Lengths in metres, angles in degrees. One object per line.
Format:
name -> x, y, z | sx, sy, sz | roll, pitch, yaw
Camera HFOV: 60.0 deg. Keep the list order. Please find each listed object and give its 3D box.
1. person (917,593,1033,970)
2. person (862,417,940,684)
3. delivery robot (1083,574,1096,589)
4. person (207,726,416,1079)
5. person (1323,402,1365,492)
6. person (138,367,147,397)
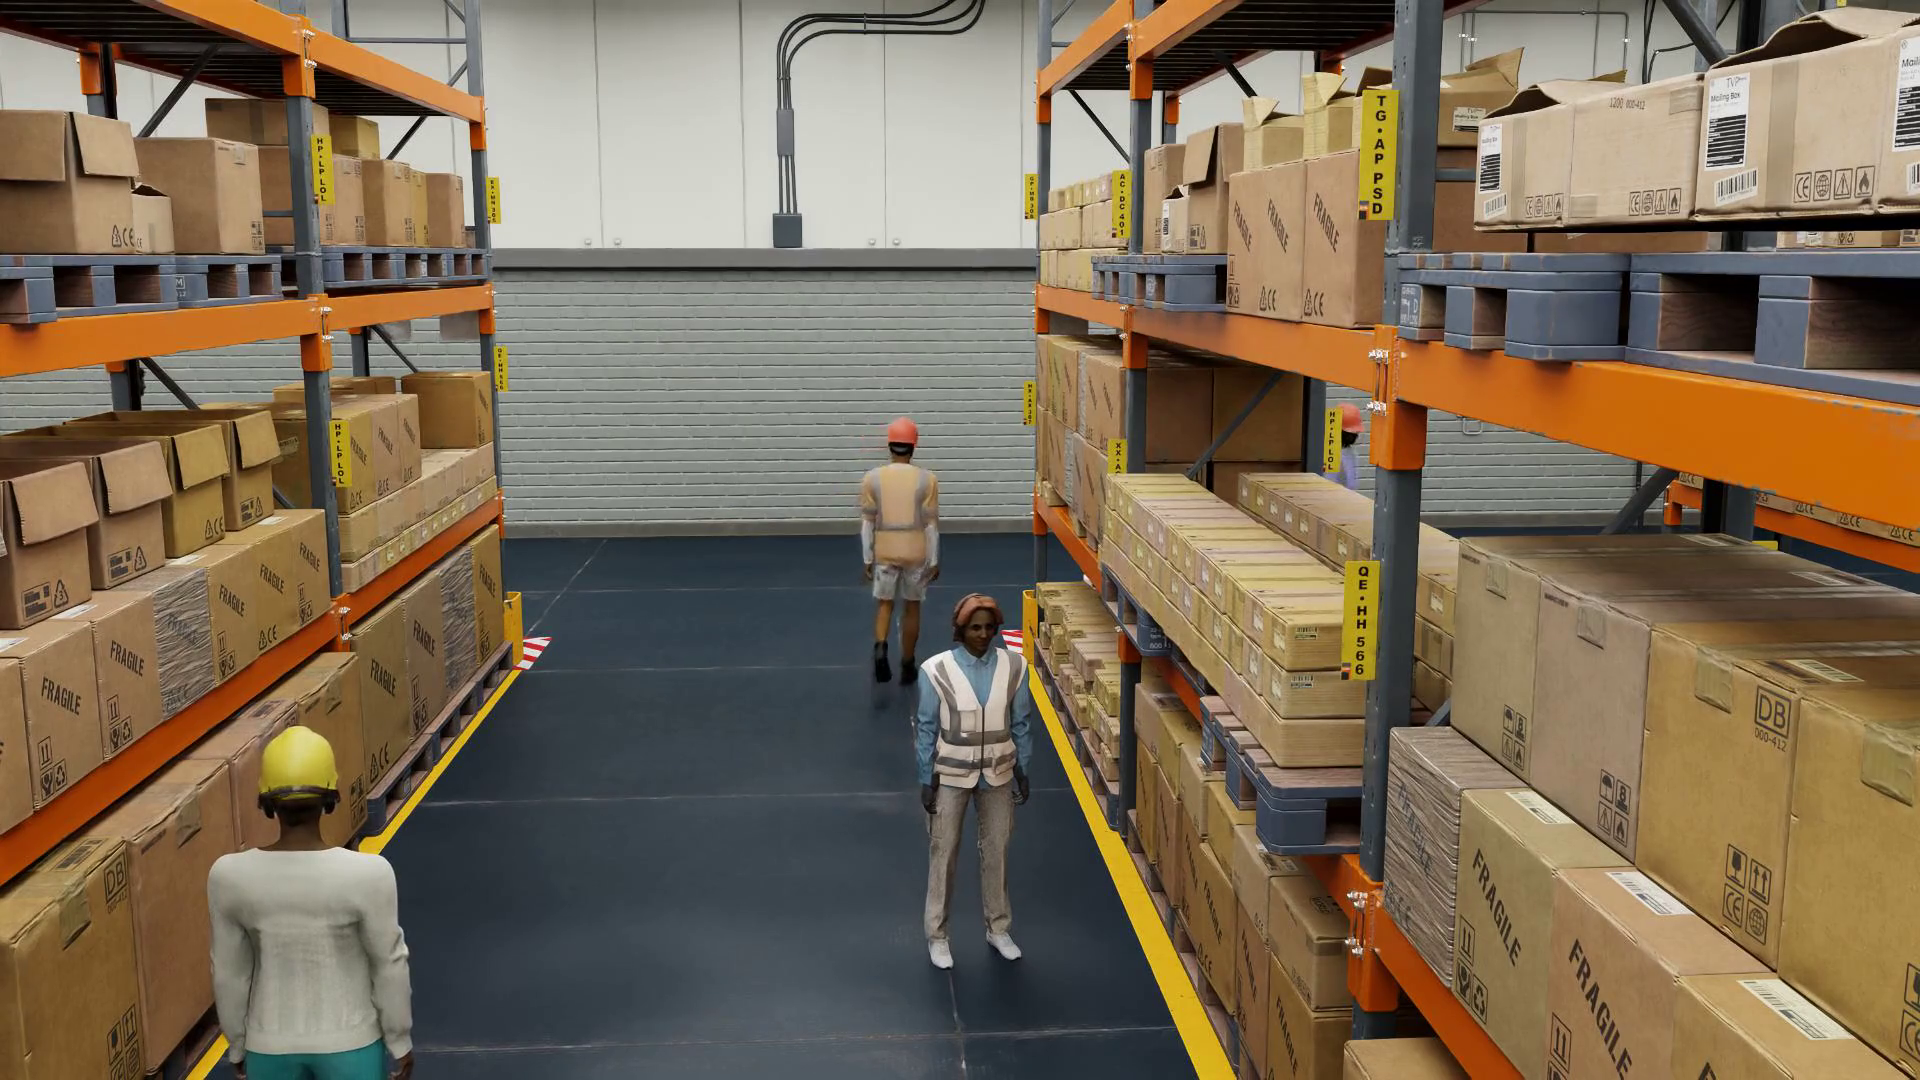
person -> 0.059, 1.025, 7.126 | 0.513, 1.631, 0.318 | -3, 10, -17
person -> -0.419, 0.100, 11.704 | 0.549, 1.920, 0.556 | 1, 10, 8
delivery robot -> 1.349, 0.409, 13.626 | 0.477, 0.478, 0.707 | -9, 13, -44
person -> -1.779, 1.382, 4.616 | 0.533, 1.769, 0.309 | 0, 10, -2
person -> 2.982, -0.159, 13.268 | 0.504, 1.909, 0.649 | 6, 11, 31
person -> -8.352, -0.794, 16.838 | 0.361, 1.963, 0.613 | -7, 12, -35
